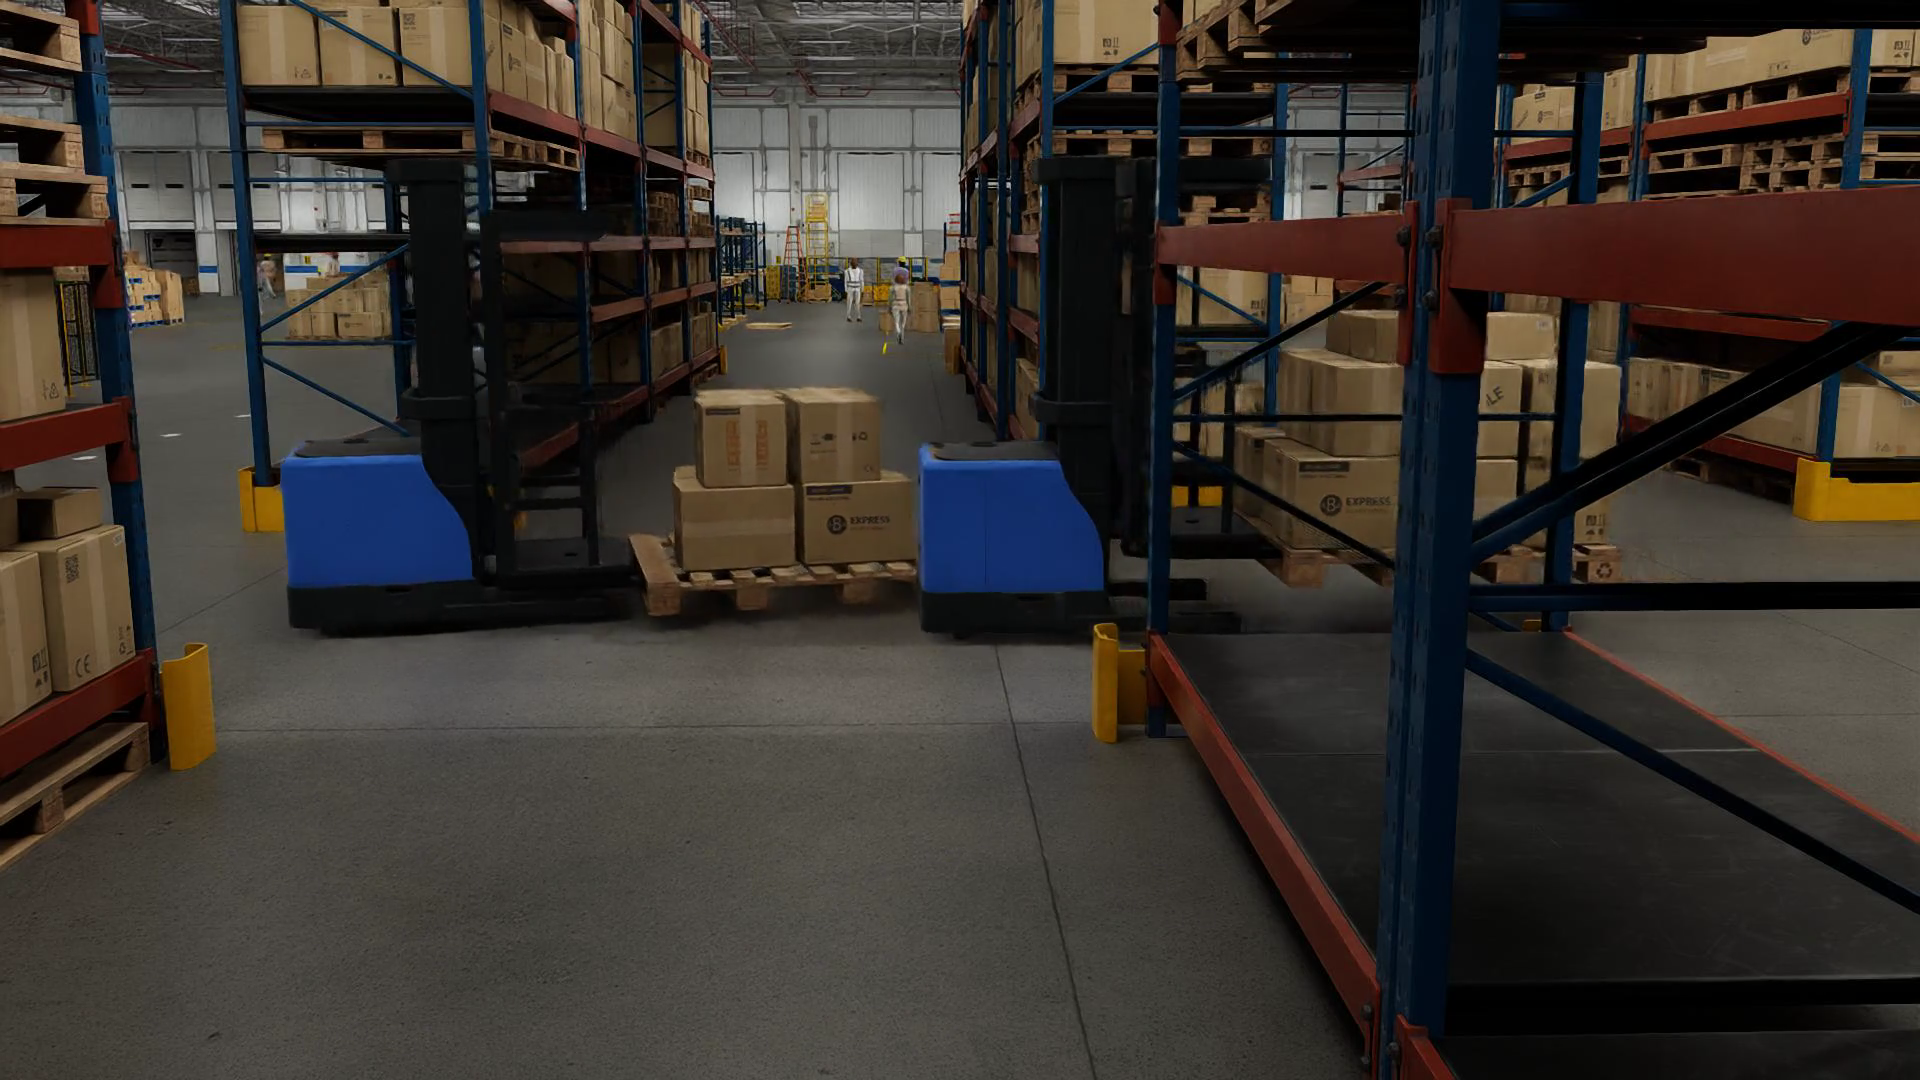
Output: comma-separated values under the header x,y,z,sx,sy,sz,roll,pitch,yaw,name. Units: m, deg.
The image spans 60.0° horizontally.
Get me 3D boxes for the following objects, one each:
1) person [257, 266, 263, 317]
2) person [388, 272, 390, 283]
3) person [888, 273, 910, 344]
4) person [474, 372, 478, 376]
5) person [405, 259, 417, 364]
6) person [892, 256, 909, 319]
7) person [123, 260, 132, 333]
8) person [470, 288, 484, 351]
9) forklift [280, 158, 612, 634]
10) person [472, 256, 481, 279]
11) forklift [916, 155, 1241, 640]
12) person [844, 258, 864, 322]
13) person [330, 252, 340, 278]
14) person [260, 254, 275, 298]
x,y,z,sx,sy,sz,roll,pitch,yaw,name
-21.939,-7.826,51.733,0.703,1.808,0.431,8,13,38,person
-18.715,-8.399,55.238,0.535,1.694,0.321,-9,13,-40,person
-1.369,-5.267,37.963,0.518,1.626,0.526,-3,11,-15,person
-8.827,-3.760,28.717,0.635,1.942,1.038,4,11,23,person
-10.430,-4.413,32.043,0.919,2.000,0.693,-10,14,-44,person
-1.712,-7.309,48.535,0.581,1.919,0.402,6,12,32,person
-21.419,-6.246,42.602,0.391,1.918,0.593,-5,11,-27,person
-10.687,-4.963,35.591,0.990,1.861,0.616,-6,12,-29,person
-3.190,-0.927,10.285,1.873,2.768,1.129,-3,11,-15,forklift
-16.748,-9.015,57.968,0.373,1.940,0.628,-10,14,-43,person
0.682,-0.878,10.010,1.873,2.768,1.129,-1,10,-3,forklift
-3.086,-7.280,48.491,0.574,1.876,0.355,-4,11,-19,person
-25.570,-10.873,68.293,0.937,1.947,0.623,2,10,10,person
-28.655,-10.947,68.899,0.877,1.888,0.587,7,12,33,person
